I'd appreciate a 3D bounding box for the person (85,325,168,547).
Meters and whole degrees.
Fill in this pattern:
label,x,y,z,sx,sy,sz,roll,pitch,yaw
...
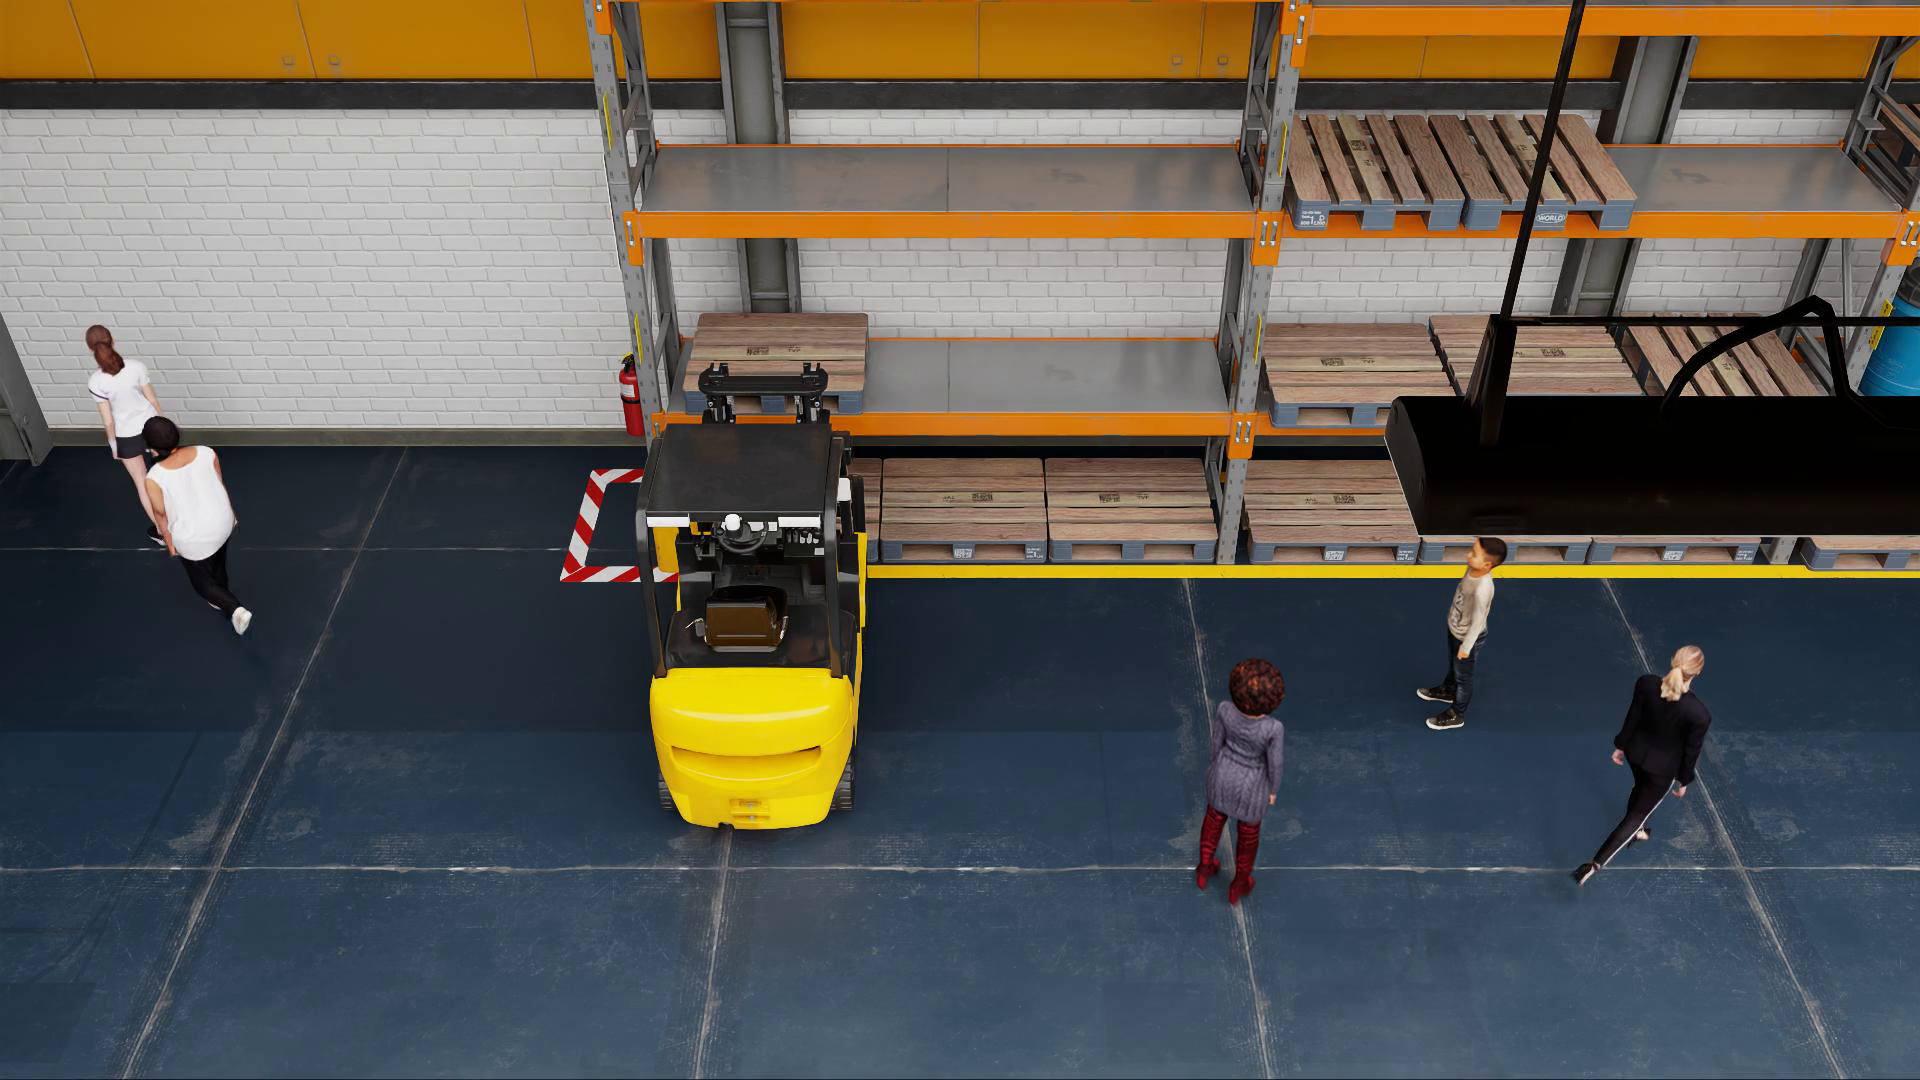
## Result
label,x,y,z,sx,sy,sz,roll,pitch,yaw
person,-5.808,-0.743,11.764,0.659,1.752,0.722,-31,48,-33

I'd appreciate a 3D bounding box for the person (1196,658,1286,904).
label,x,y,z,sx,sy,sz,roll,pitch,yaw
person,1.542,1.339,9.193,0.596,1.707,0.705,19,43,23

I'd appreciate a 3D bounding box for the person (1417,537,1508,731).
label,x,y,z,sx,sy,sz,roll,pitch,yaw
person,3.169,0.556,10.367,0.525,1.465,0.564,3,39,4

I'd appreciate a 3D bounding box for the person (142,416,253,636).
label,x,y,z,sx,sy,sz,roll,pitch,yaw
person,-5.016,-0.069,10.985,1.049,1.671,0.946,28,46,31

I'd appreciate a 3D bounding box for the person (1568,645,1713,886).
label,x,y,z,sx,sy,sz,roll,pitch,yaw
person,3.805,1.294,9.271,1.151,1.679,1.009,-25,45,-27
